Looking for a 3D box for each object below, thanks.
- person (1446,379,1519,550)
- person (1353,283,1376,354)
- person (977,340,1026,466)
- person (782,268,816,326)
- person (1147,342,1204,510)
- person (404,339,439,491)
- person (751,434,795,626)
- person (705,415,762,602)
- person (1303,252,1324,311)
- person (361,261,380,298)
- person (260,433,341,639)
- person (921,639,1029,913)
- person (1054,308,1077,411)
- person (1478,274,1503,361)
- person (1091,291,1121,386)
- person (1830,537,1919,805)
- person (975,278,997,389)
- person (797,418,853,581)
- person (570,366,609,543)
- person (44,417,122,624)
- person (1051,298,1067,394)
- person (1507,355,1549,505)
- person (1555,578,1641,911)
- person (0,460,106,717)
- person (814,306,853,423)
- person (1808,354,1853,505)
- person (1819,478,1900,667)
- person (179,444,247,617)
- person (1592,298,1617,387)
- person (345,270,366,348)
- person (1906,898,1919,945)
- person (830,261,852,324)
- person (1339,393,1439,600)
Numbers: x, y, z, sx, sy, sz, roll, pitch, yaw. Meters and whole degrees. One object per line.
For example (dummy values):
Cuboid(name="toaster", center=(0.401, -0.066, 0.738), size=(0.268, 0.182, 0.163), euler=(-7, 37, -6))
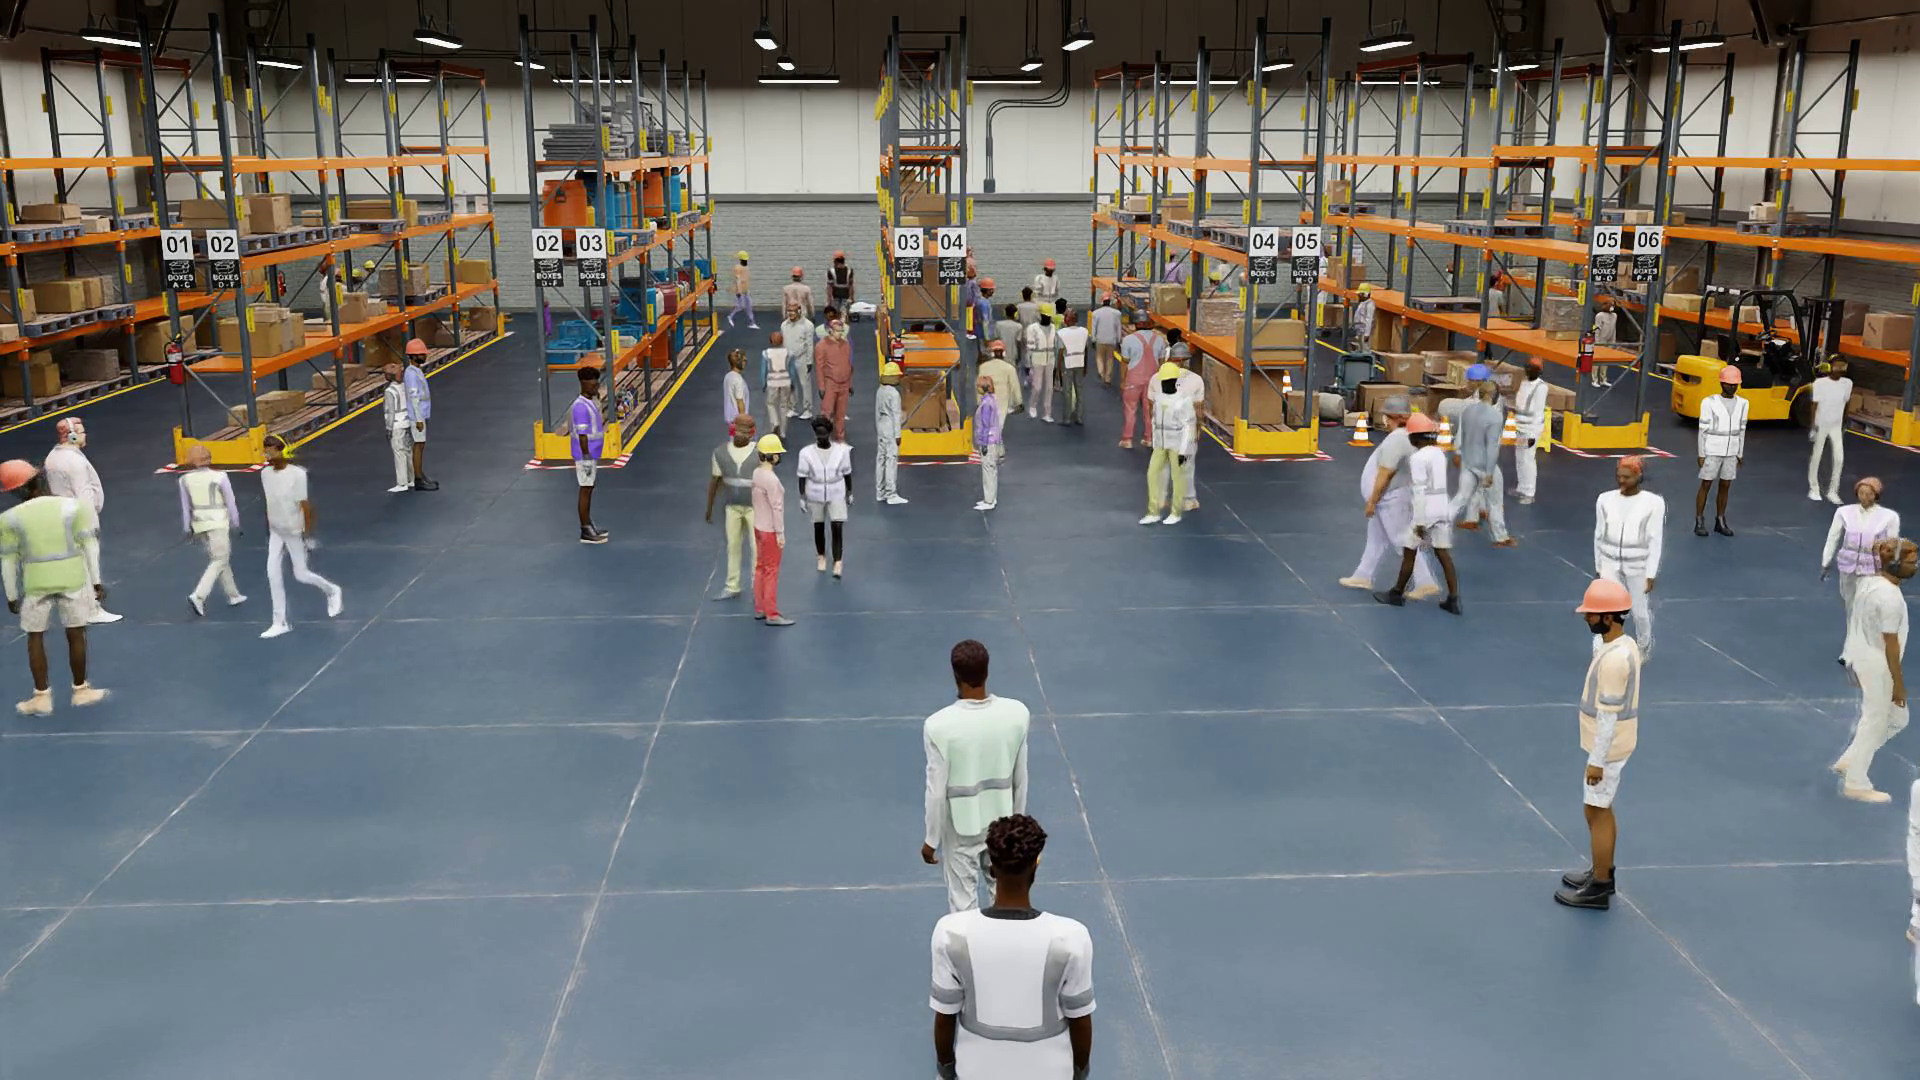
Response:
Cuboid(name="person", center=(5.606, -0.807, 18.045), size=(1.019, 1.883, 0.642), euler=(-5, 14, -21))
Cuboid(name="person", center=(7.627, -3.929, 31.400), size=(0.403, 1.820, 0.593), euler=(0, 13, -2))
Cuboid(name="person", center=(0.579, -1.902, 23.012), size=(0.588, 1.702, 0.791), euler=(10, 16, 36))
Cuboid(name="person", center=(-3.234, -4.535, 33.713), size=(0.644, 1.922, 1.048), euler=(4, 14, 17))
Cuboid(name="person", center=(2.631, -1.386, 20.139), size=(0.683, 2.000, 0.536), euler=(5, 14, 21))
Cuboid(name="person", center=(-6.901, -1.600, 21.268), size=(0.357, 1.938, 0.543), euler=(-4, 14, -15))
Cuboid(name="person", center=(-1.731, -0.094, 15.256), size=(0.310, 1.768, 0.533), euler=(-7, 15, -27))
Cuboid(name="person", center=(-2.106, -0.303, 16.025), size=(0.712, 1.827, 0.401), euler=(2, 13, 10))
Cuboid(name="person", center=(9.444, -7.015, 44.408), size=(0.625, 1.846, 0.429), euler=(-7, 15, -26))
Cuboid(name="person", center=(-13.548, -5.545, 38.341), size=(0.297, 1.772, 0.533), euler=(7, 15, 26))
Cuboid(name="person", center=(-6.034, -0.076, 15.041), size=(0.523, 1.836, 0.801), euler=(5, 14, 20))
Cuboid(name="person", center=(0.085, 1.445, 8.422), size=(0.591, 1.913, 0.390), euler=(-7, 15, -28))
Cuboid(name="person", center=(1.825, -2.967, 27.506), size=(0.562, 1.728, 0.656), euler=(0, 13, 2))
Cuboid(name="person", center=(10.638, -4.407, 33.424), size=(0.534, 1.826, 0.937), euler=(-1, 13, -5))
Cuboid(name="person", center=(2.694, -3.705, 30.620), size=(0.559, 1.731, 0.407), euler=(0, 13, 0))
Cuboid(name="person", center=(6.117, 0.879, 10.990), size=(0.401, 1.830, 0.520), euler=(7, 15, 27))
Cuboid(name="person", center=(0.464, -3.687, 29.883), size=(0.391, 2.040, 0.615), euler=(-1, 13, -6))
Cuboid(name="person", center=(-1.370, -0.420, 16.876), size=(0.551, 1.643, 0.877), euler=(-1, 13, -3))
Cuboid(name="person", center=(-4.127, -0.955, 18.478), size=(0.373, 1.962, 0.607), euler=(-1, 13, -6))
Cuboid(name="person", center=(-8.085, -0.181, 15.317), size=(0.636, 1.911, 0.406), euler=(11, 17, 40))
Cuboid(name="person", center=(1.785, -3.461, 29.666), size=(0.315, 1.695, 0.541), euler=(-13, 18, -43))
Cuboid(name="person", center=(6.981, -1.362, 20.475), size=(0.342, 1.855, 0.722), euler=(-1, 13, -4))
Cuboid(name="person", center=(3.685, 1.166, 9.579), size=(0.391, 1.924, 0.553), euler=(6, 15, 24))
Cuboid(name="person", center=(-7.016, 0.367, 12.816), size=(0.724, 1.998, 0.401), euler=(-8, 15, -30))
Cuboid(name="person", center=(-2.020, -2.803, 26.532), size=(0.608, 1.876, 0.700), euler=(-2, 13, -9))
Cuboid(name="person", center=(10.693, -1.358, 20.441), size=(0.504, 1.844, 0.729), euler=(2, 13, 7))
Cuboid(name="person", center=(7.604, 0.263, 14.104), size=(0.544, 1.585, 0.871), euler=(12, 18, 42))
Cuboid(name="person", center=(-7.080, -0.102, 15.635), size=(0.531, 1.599, 0.747), euler=(3, 14, 14))
Cuboid(name="person", center=(11.823, -3.621, 30.483), size=(0.498, 1.632, 0.289), euler=(-7, 15, -26))
Cuboid(name="person", center=(-13.173, -5.020, 36.234), size=(0.493, 1.710, 0.809), euler=(2, 13, 9))
Cuboid(name="person", center=(5.472, 1.332, 8.978), size=(0.577, 1.878, 0.342), euler=(-2, 13, -9))
Cuboid(name="person", center=(-2.738, -5.523, 38.147), size=(0.590, 1.815, 0.964), euler=(2, 13, 8))
Cuboid(name="person", center=(4.255, -0.455, 16.196), size=(0.985, 2.000, 0.677), euler=(6, 14, 23))
